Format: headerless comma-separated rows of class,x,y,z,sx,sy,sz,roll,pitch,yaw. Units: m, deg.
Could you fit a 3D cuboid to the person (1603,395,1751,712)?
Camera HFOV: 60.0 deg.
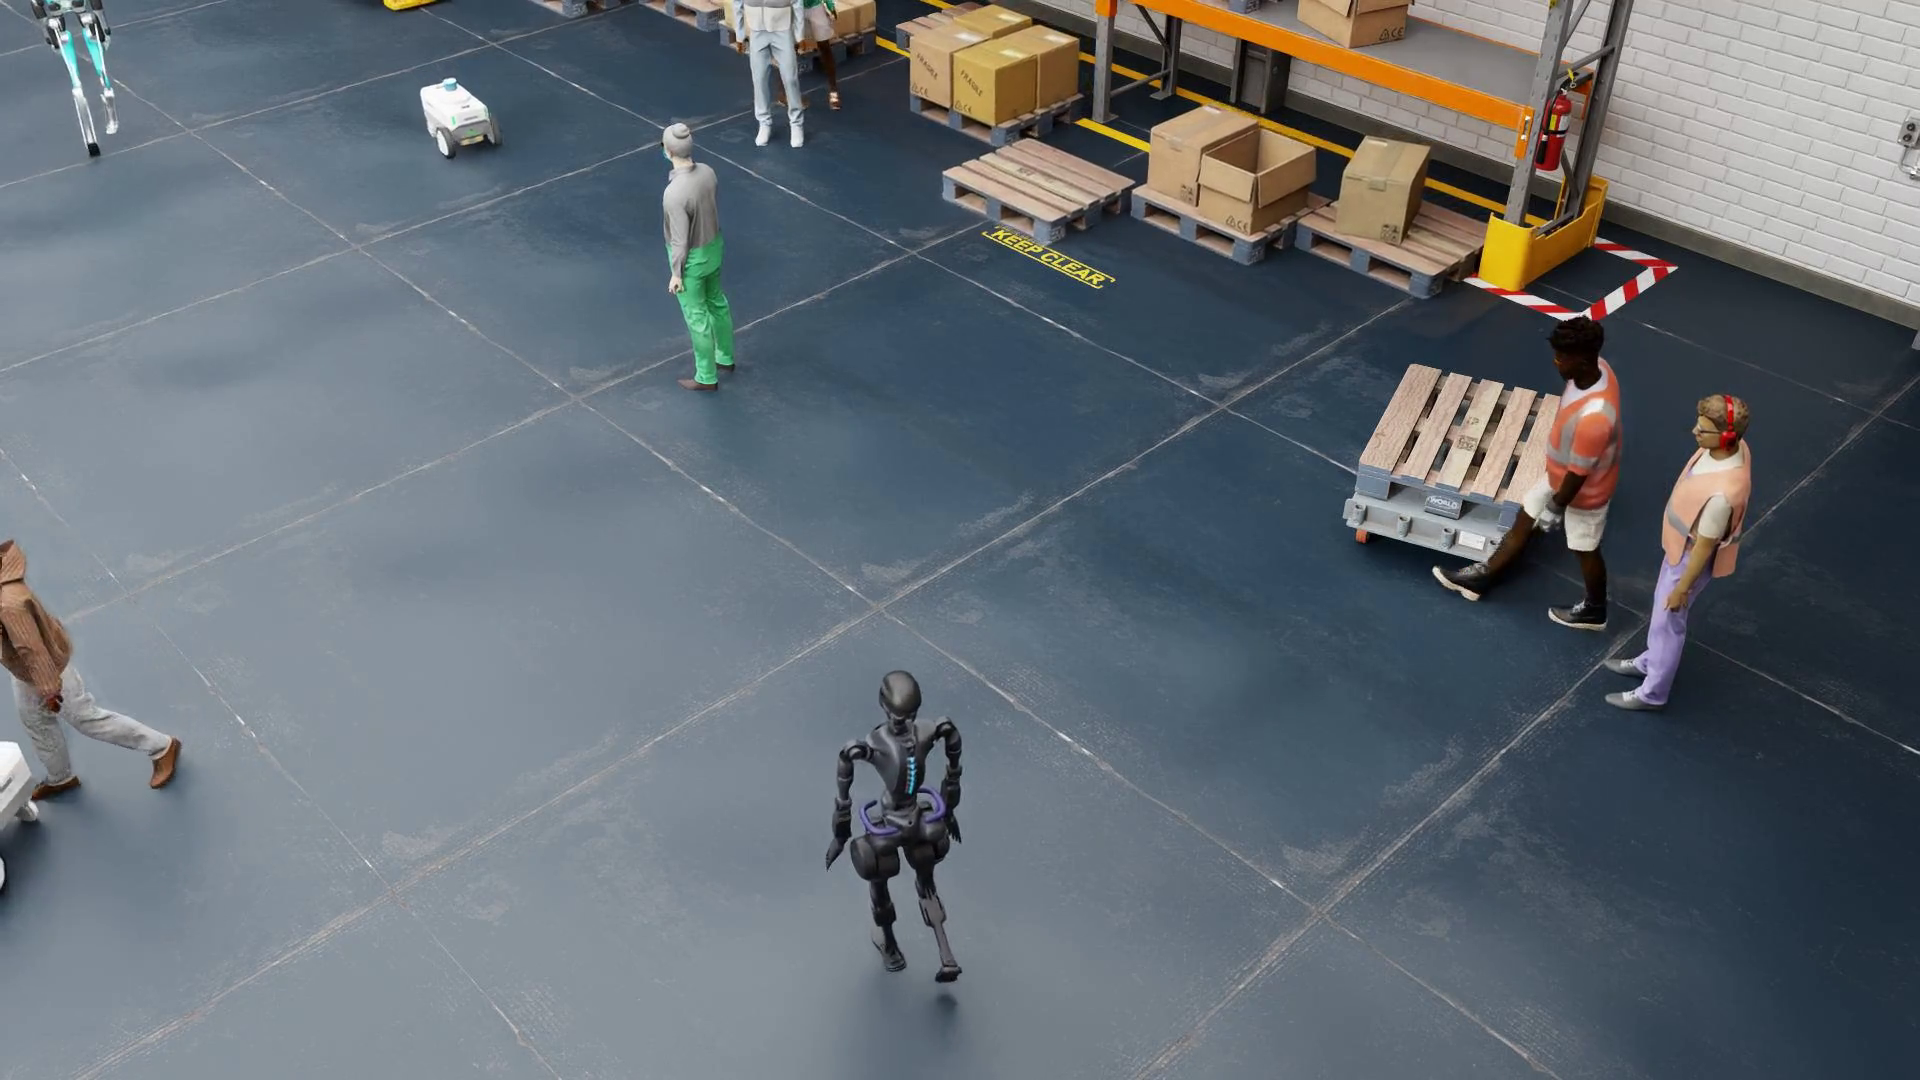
person,3.552,0.090,8.120,0.420,1.833,0.561,13,39,17

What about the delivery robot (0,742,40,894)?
delivery robot,-4.588,1.282,7.592,0.520,0.587,0.759,4,37,6

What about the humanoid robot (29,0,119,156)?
humanoid robot,-7.328,-4.071,13.748,0.560,1.815,0.884,-12,39,-15

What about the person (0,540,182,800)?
person,-4.167,0.556,7.681,0.692,1.628,0.504,-26,44,-30

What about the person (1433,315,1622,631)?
person,3.088,-0.335,8.626,1.002,1.894,0.677,6,37,8

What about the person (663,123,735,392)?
person,-1.697,-1.801,10.633,0.335,1.818,0.514,15,40,19

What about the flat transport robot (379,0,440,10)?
flat transport robot,-5.840,-5.823,17.242,0.659,0.231,1.431,-25,44,-29

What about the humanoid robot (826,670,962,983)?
humanoid robot,-0.232,1.226,6.755,0.586,1.643,0.519,-15,40,-19

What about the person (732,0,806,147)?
person,-1.566,-4.206,13.746,0.600,1.904,0.394,3,37,4

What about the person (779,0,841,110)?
person,-1.365,-4.628,14.375,0.579,1.829,0.440,-12,39,-15

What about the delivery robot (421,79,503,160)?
delivery robot,-4.247,-3.578,14.049,0.499,0.614,0.818,-24,43,-28
